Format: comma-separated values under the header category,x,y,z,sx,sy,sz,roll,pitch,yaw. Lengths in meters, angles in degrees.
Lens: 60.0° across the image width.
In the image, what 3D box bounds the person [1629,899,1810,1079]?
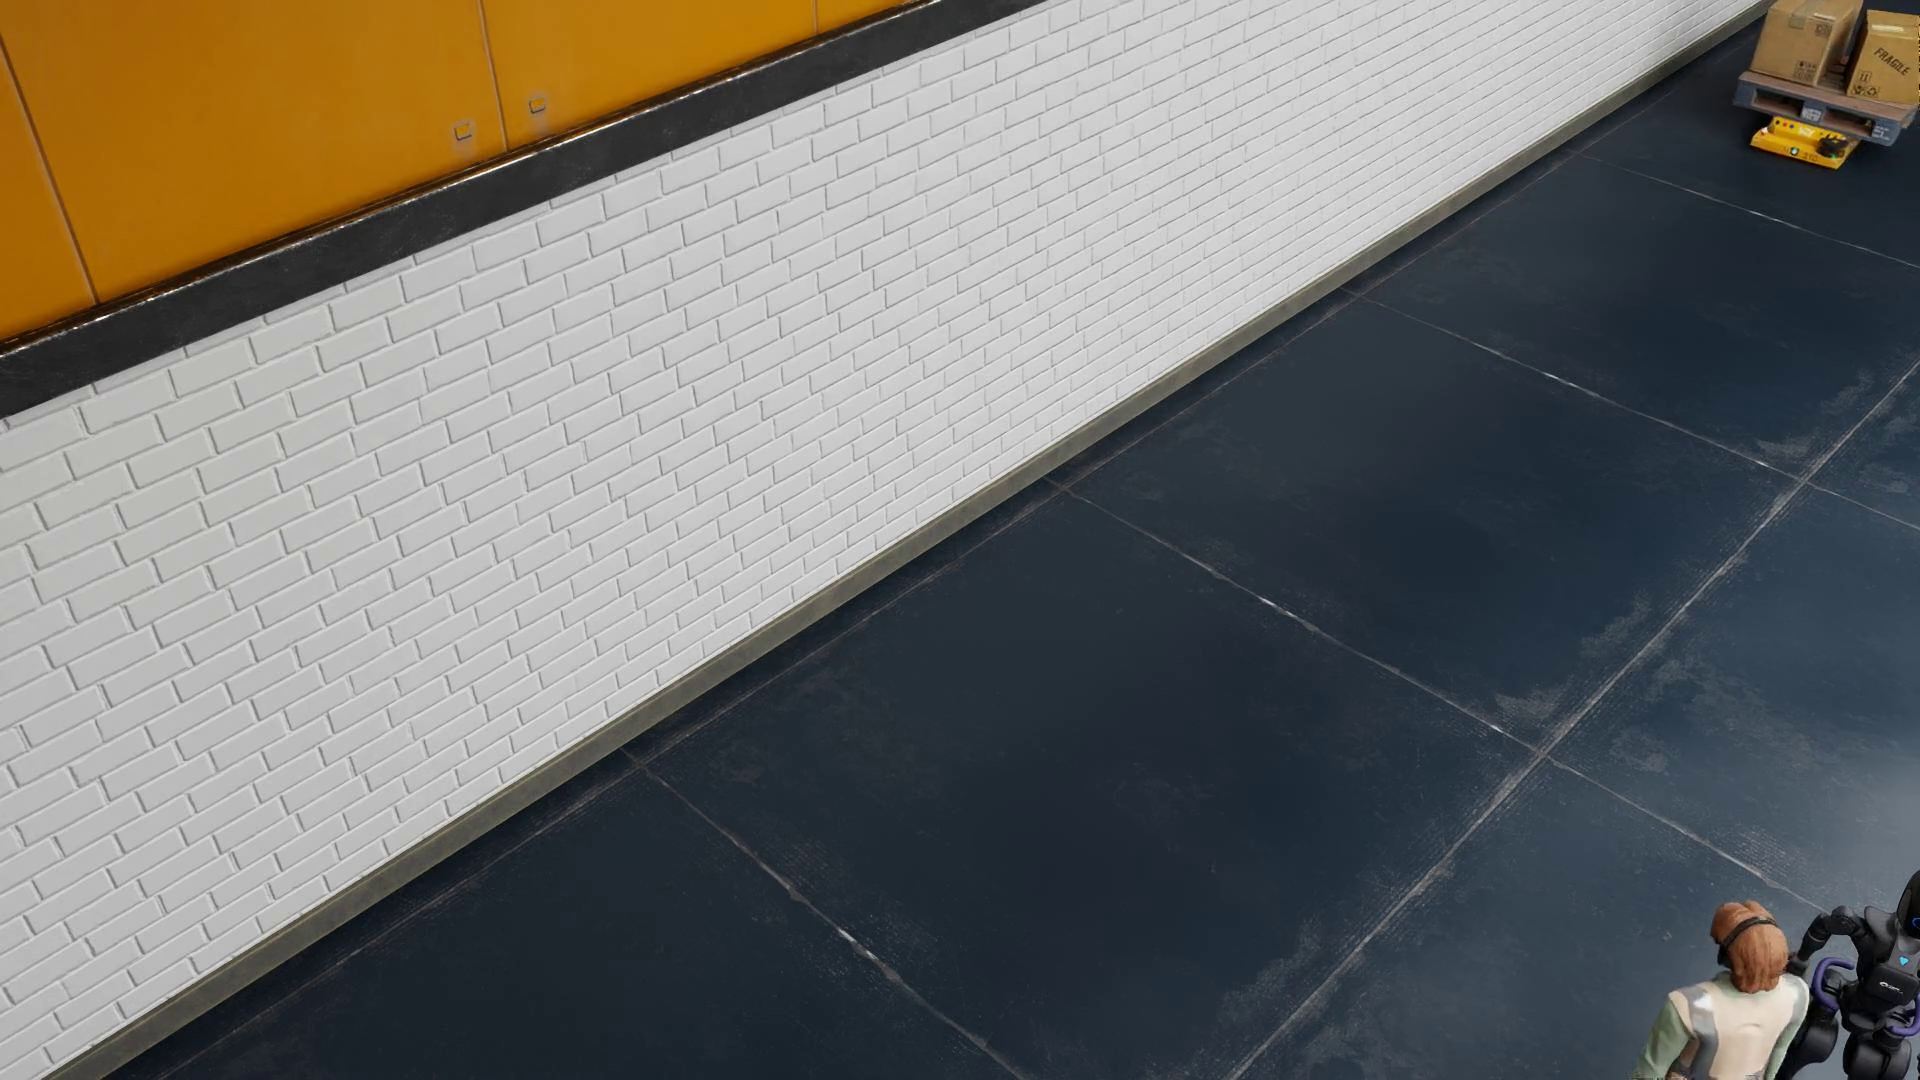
category,x,y,z,sx,sy,sz,roll,pitch,yaw
person,2.449,1.815,5.575,0.534,1.612,0.551,-5,39,-7

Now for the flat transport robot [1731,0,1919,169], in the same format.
category,x,y,z,sx,sy,sz,roll,pitch,yaw
flat transport robot,6.806,-3.323,13.074,0.659,0.231,1.431,28,46,30

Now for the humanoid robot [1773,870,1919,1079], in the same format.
category,x,y,z,sx,sy,sz,roll,pitch,yaw
humanoid robot,3.049,1.688,5.671,0.599,1.657,0.315,19,43,23
